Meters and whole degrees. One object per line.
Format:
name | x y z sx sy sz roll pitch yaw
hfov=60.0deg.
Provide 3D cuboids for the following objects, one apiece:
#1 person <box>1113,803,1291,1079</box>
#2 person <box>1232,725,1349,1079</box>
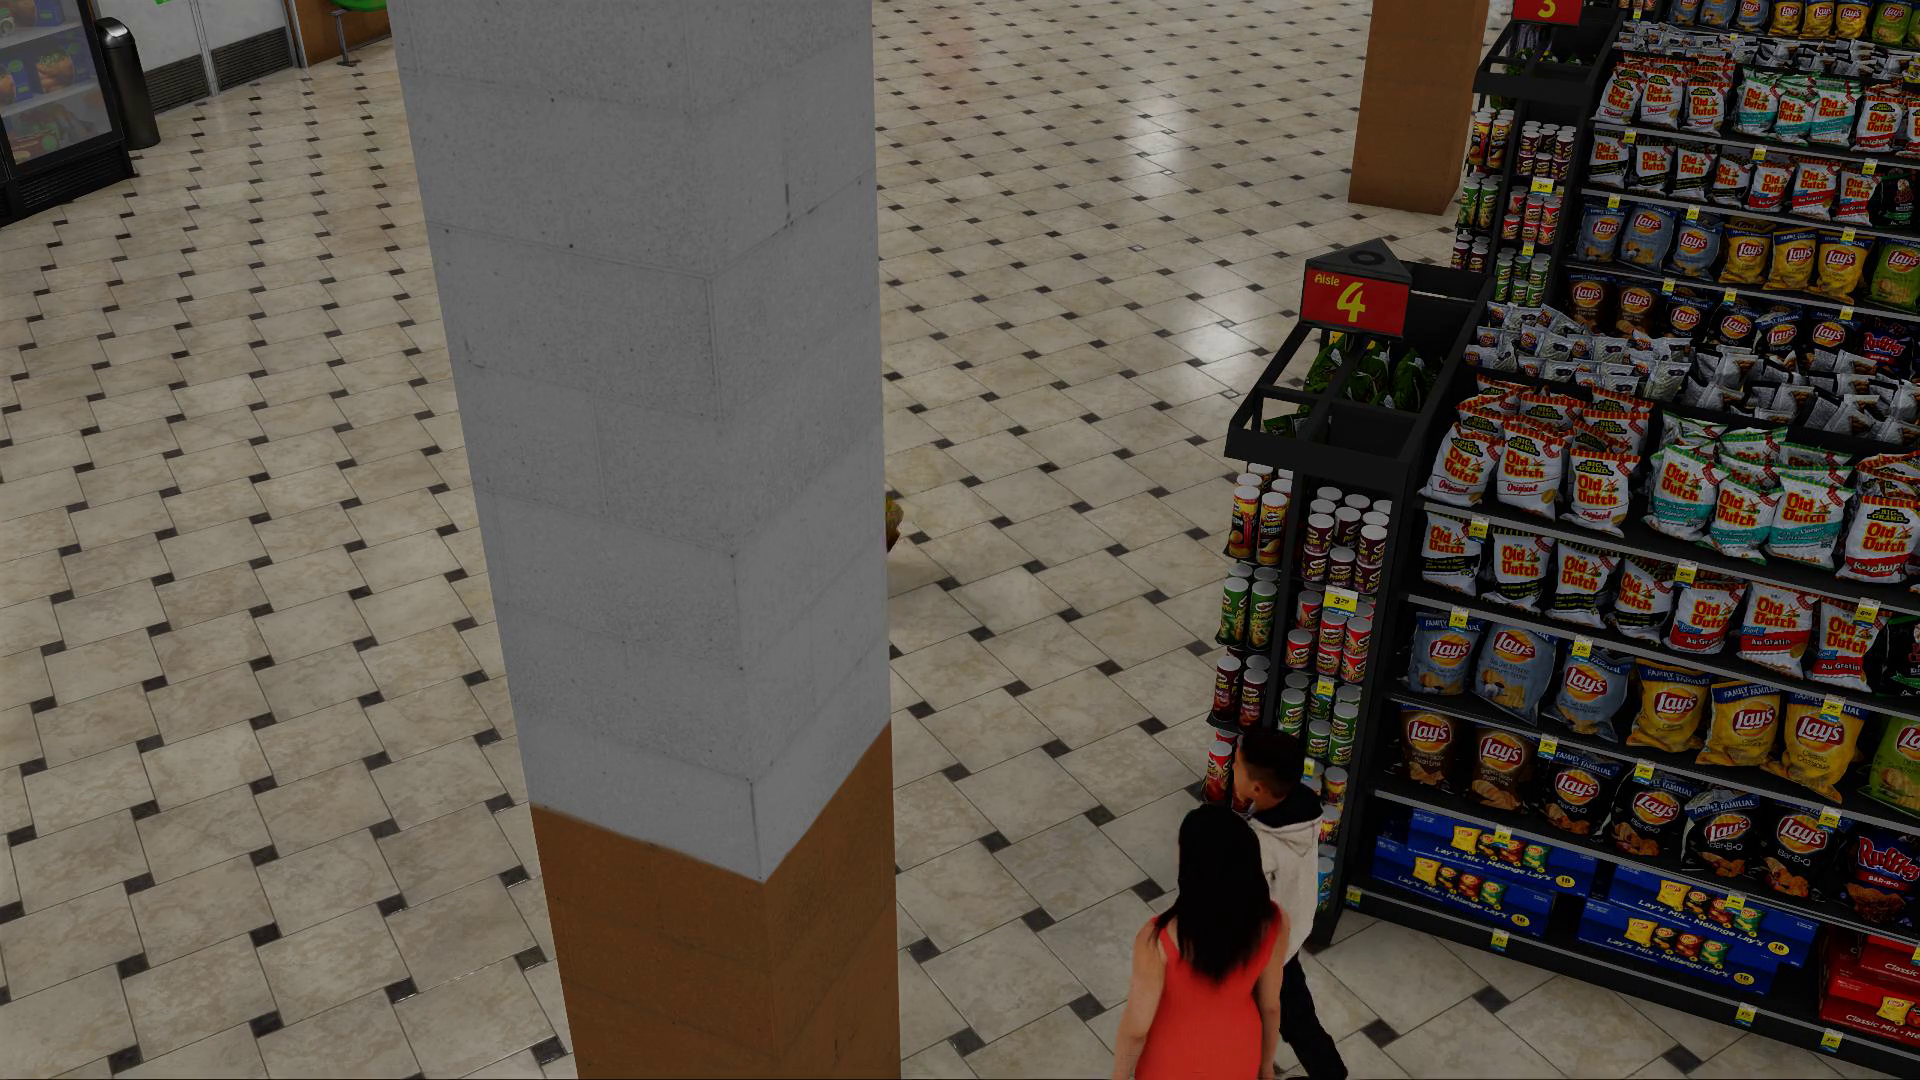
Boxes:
person | 0.643 1.413 4.405 0.736 1.709 0.803 -11 33 -17
person | 1.003 1.195 5.031 0.962 1.419 0.613 13 34 20
